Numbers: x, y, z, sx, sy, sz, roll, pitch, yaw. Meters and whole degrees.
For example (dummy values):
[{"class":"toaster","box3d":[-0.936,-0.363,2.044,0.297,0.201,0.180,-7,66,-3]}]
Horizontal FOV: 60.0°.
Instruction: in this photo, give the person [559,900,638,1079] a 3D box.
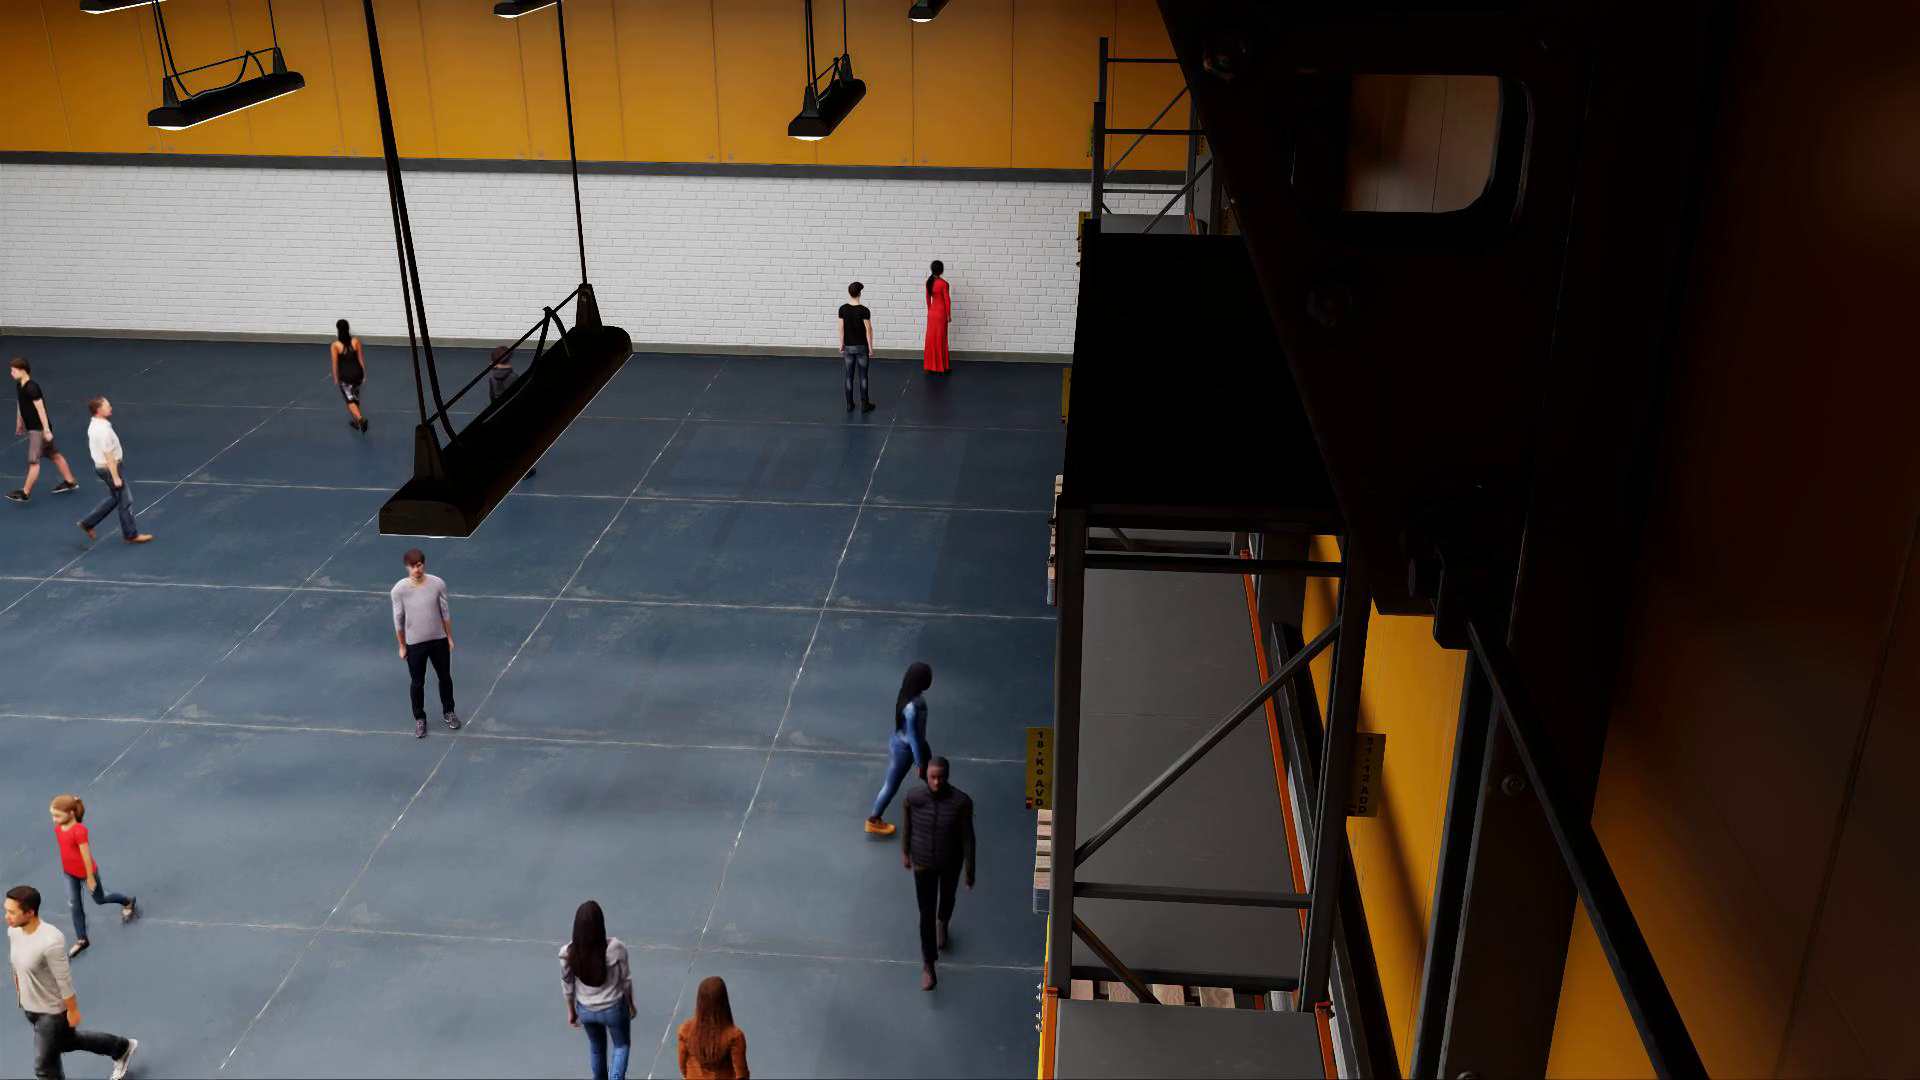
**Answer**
[{"class":"person","box3d":[-2.343,3.119,10.850,0.672,1.618,0.832,-1,24,-3]}]

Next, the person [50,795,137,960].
[{"class":"person","box3d":[-6.641,2.498,12.682,0.646,1.288,0.924,9,25,20]}]

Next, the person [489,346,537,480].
[{"class":"person","box3d":[-5.832,-1.645,21.548,0.626,1.778,0.590,3,24,8]}]

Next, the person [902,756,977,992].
[{"class":"person","box3d":[-0.148,2.365,12.368,0.709,1.784,1.131,2,24,4]}]

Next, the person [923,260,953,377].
[{"class":"person","box3d":[-0.351,-3.426,25.607,0.731,1.790,0.766,18,30,36]}]

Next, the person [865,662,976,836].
[{"class":"person","box3d":[-0.531,1.786,13.847,0.721,1.659,1.093,0,24,0]}]

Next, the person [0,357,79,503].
[{"class":"person","box3d":[-11.529,-1.420,20.978,1.223,1.823,1.133,-22,32,-40]}]

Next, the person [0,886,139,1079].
[{"class":"person","box3d":[-5.891,3.000,10.917,0.989,1.782,1.206,14,27,30]}]

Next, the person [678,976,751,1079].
[{"class":"person","box3d":[-1.496,3.451,10.006,0.694,1.685,1.033,4,24,10]}]

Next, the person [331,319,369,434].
[{"class":"person","box3d":[-8.460,-2.263,23.131,0.976,1.642,1.031,-19,30,-36]}]

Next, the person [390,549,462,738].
[{"class":"person","box3d":[-5.005,0.932,15.571,0.738,1.844,0.745,-12,27,-26]}]

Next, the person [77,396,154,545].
[{"class":"person","box3d":[-10.063,-0.780,19.499,1.041,1.835,1.060,-12,26,-25]}]

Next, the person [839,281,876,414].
[{"class":"person","box3d":[-1.503,-2.791,24.022,0.709,1.896,0.631,7,25,15]}]
